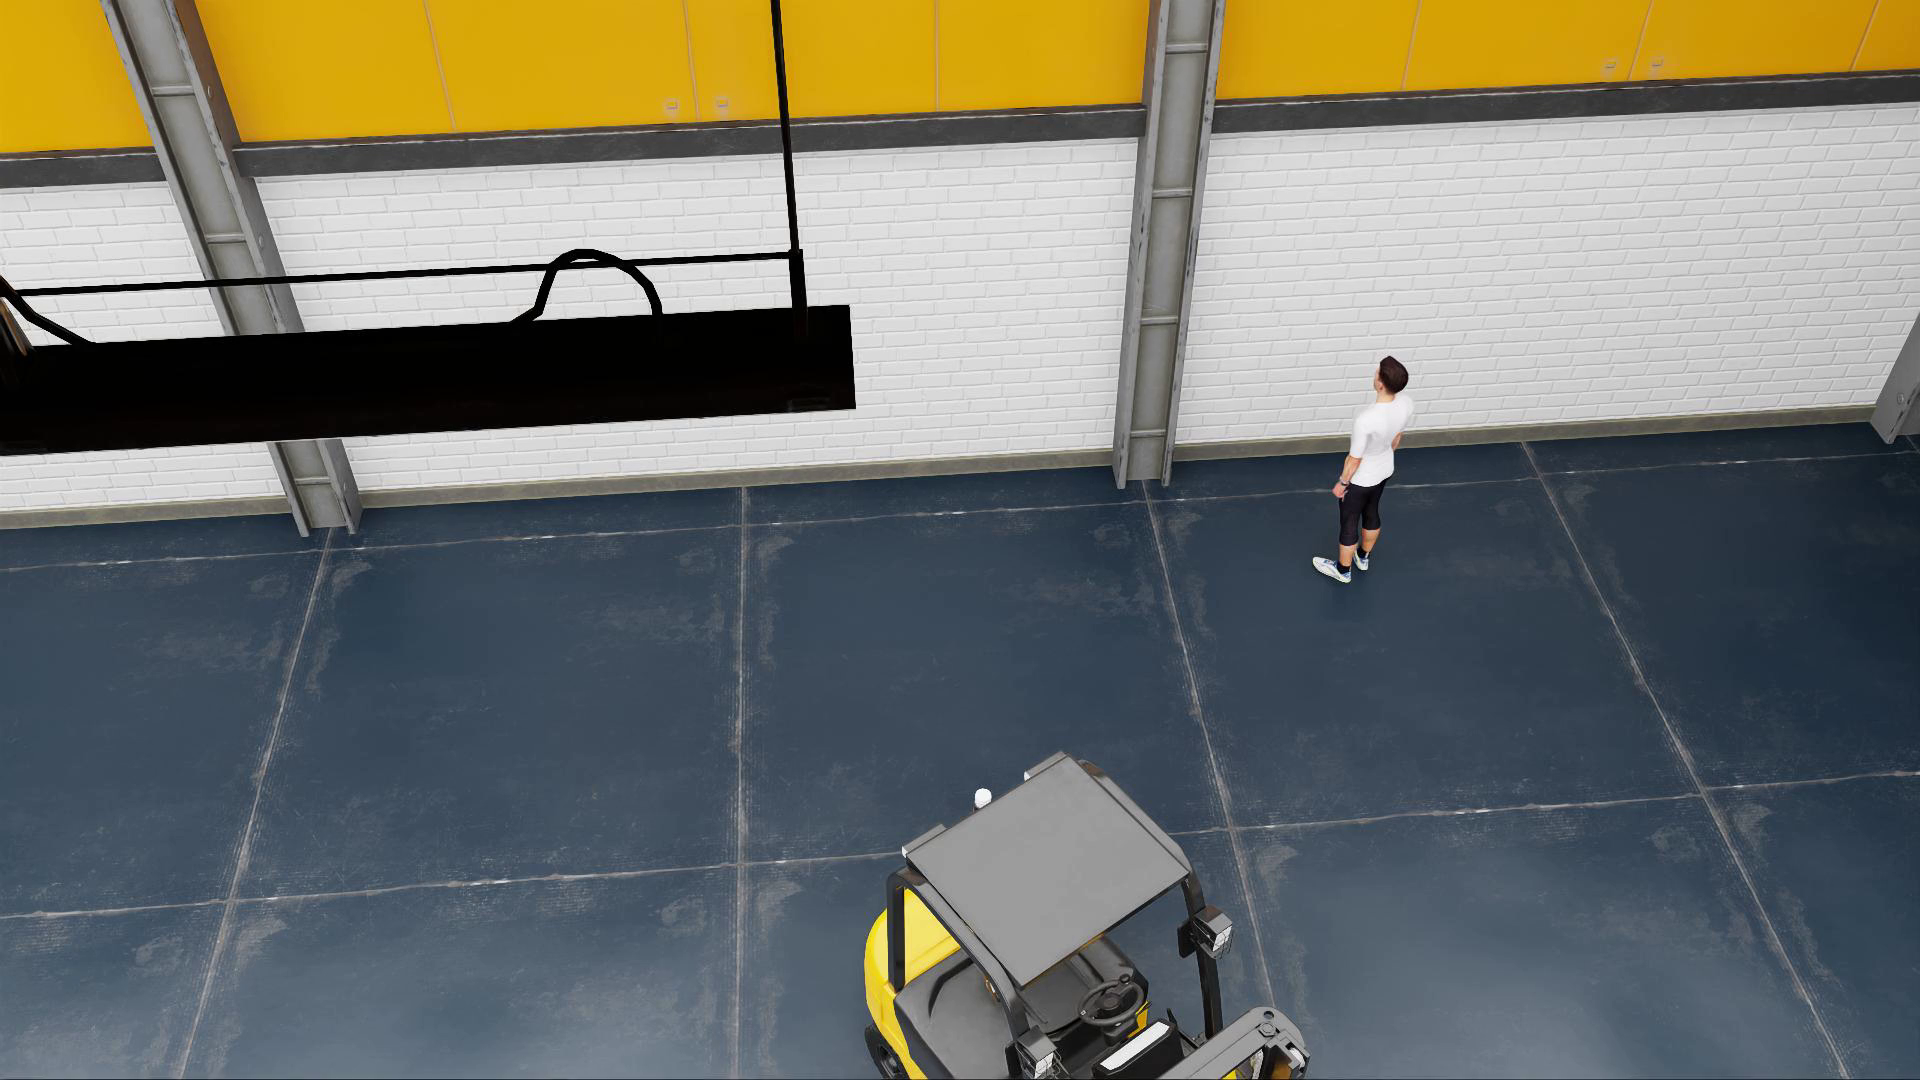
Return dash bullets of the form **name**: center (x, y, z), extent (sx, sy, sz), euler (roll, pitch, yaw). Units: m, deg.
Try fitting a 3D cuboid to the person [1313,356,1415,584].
- **person**: center (2.759, -0.469, 11.214), extent (0.700, 1.852, 0.813), euler (-28, 50, -26)
